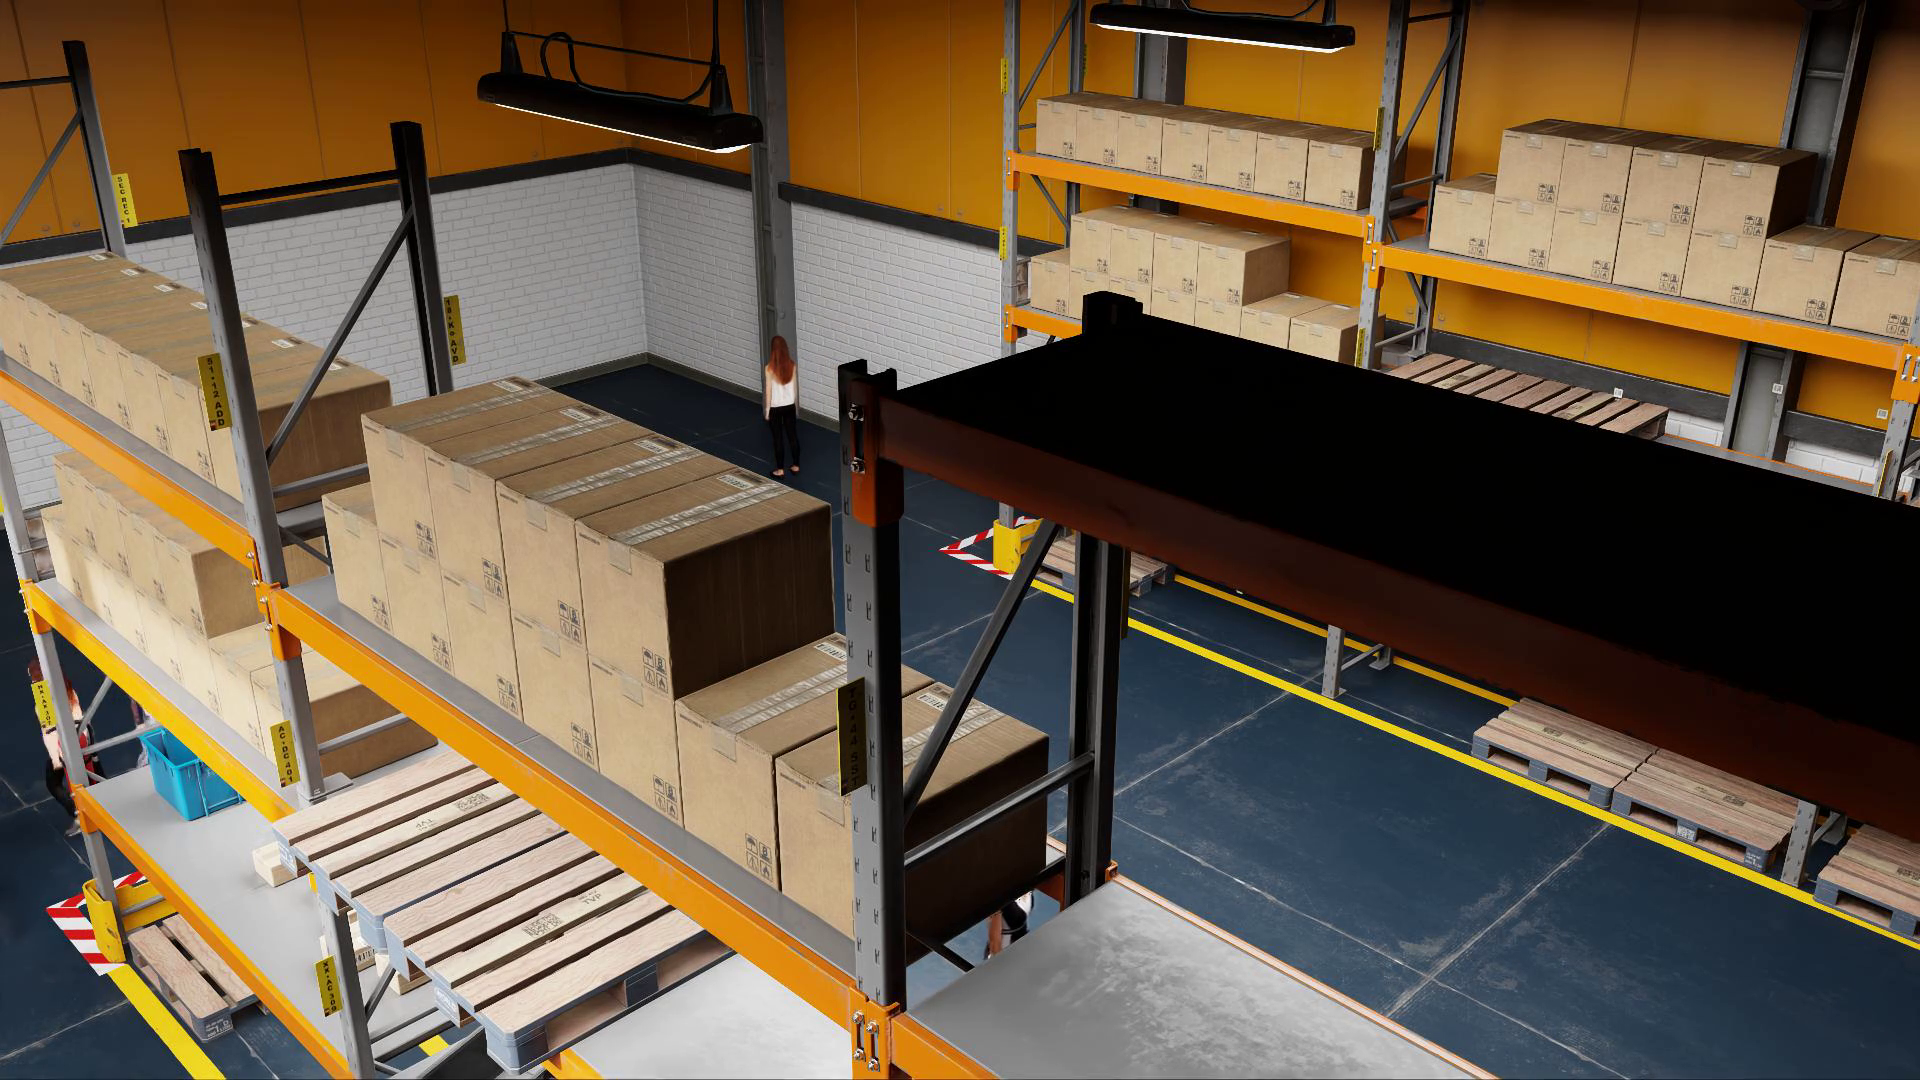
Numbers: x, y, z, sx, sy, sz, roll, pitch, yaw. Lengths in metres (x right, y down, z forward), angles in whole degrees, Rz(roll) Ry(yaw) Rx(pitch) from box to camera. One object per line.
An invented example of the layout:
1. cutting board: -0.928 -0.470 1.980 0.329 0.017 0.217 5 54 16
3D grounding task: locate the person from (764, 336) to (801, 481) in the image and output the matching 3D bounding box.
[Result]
1. person: -2.074 -1.552 19.453 0.625 1.721 0.562 -15 28 -30

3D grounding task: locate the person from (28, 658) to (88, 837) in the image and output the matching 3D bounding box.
1. person: -6.718 1.574 12.611 0.697 1.473 0.663 1 24 2
